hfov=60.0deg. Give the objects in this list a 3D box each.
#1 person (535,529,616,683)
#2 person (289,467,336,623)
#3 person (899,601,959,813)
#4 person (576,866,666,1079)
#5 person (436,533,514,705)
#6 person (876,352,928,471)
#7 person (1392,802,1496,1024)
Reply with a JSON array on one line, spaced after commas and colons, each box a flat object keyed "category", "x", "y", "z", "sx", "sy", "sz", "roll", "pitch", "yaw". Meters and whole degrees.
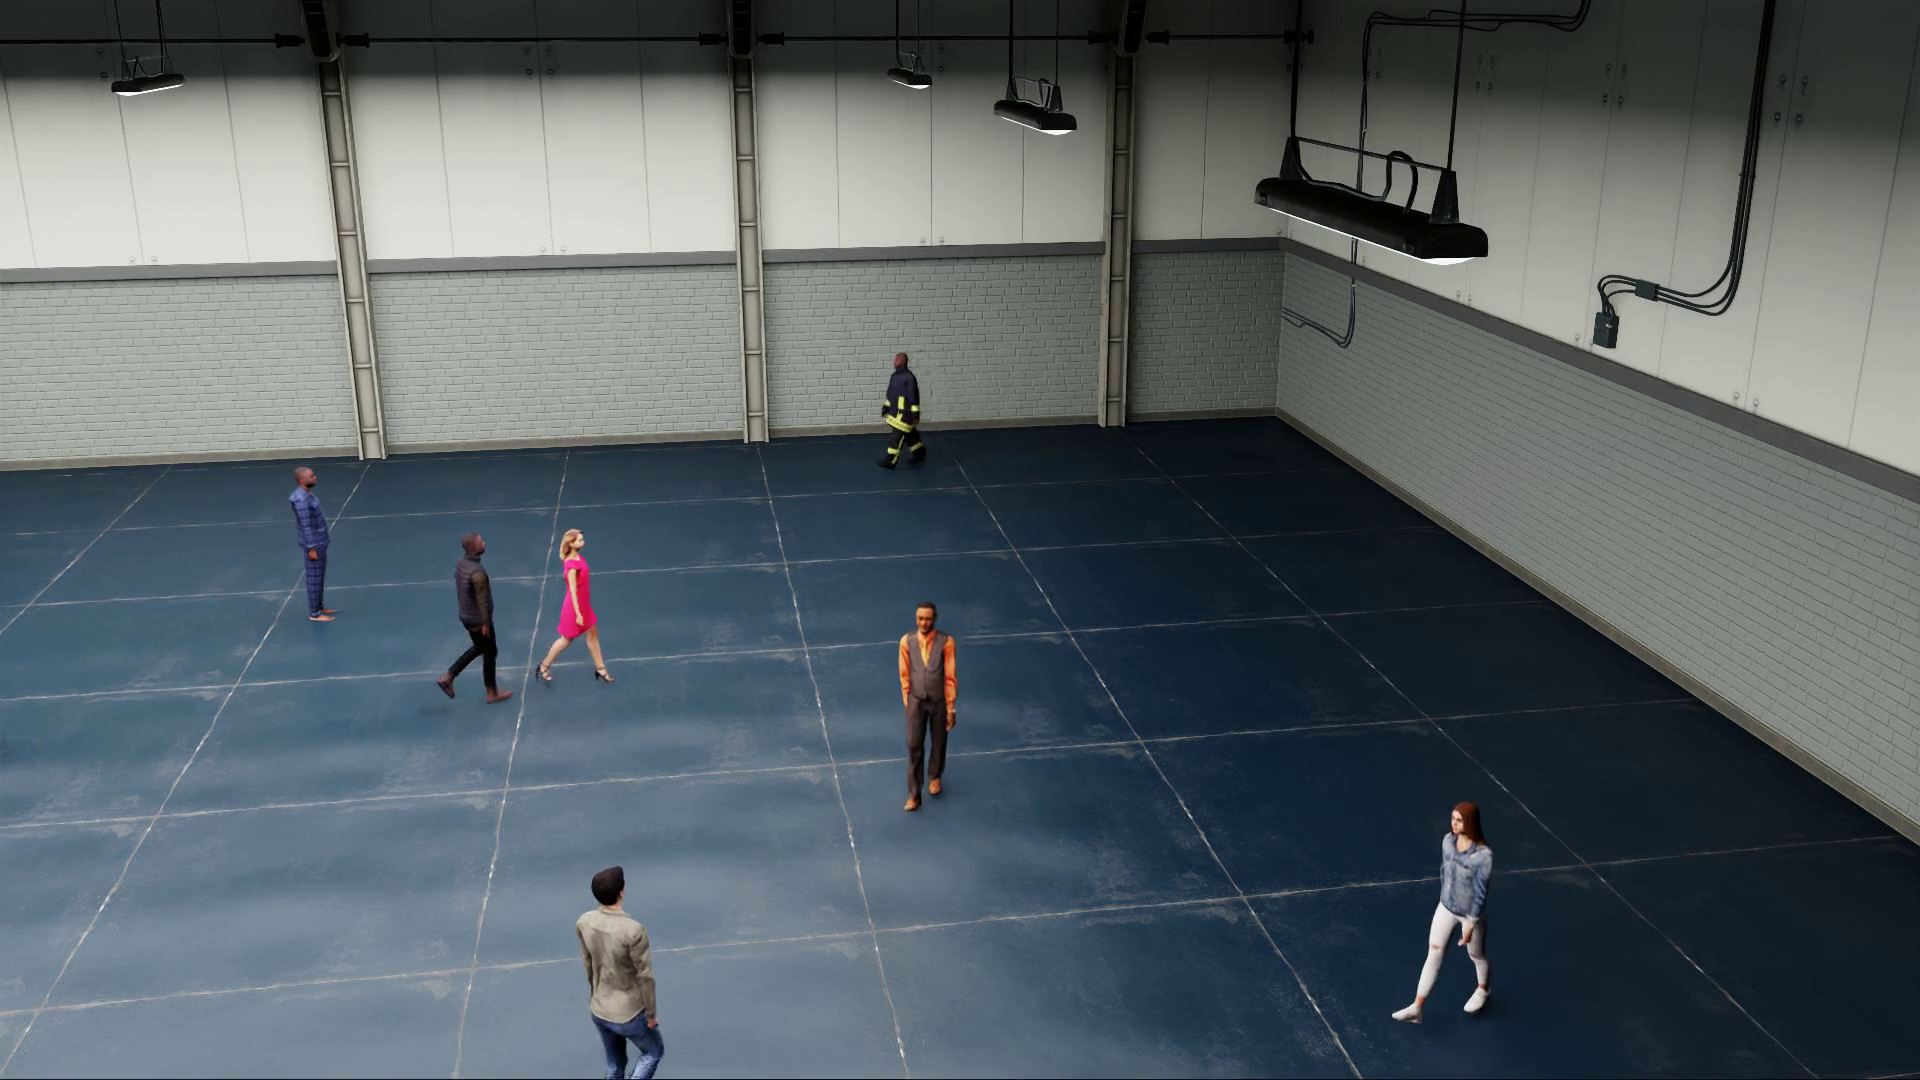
[{"category": "person", "x": -4.074, "y": 0.724, "z": 17.251, "sx": 1.079, "sy": 1.687, "sz": 0.700, "roll": 0, "pitch": 18, "yaw": 0}, {"category": "person", "x": -7.467, "y": 0.026, "z": 19.170, "sx": 0.634, "sy": 1.824, "sz": 0.697, "roll": -5, "pitch": 19, "yaw": -16}, {"category": "person", "x": -0.247, "y": 1.414, "z": 14.824, "sx": 1.090, "sy": 1.877, "sz": 0.971, "roll": 2, "pitch": 18, "yaw": 7}, {"category": "person", "x": -2.146, "y": 2.912, "z": 10.251, "sx": 0.807, "sy": 1.860, "sz": 0.900, "roll": 9, "pitch": 20, "yaw": 25}, {"category": "person", "x": -4.944, "y": 0.814, "z": 16.751, "sx": 1.096, "sy": 1.824, "sz": 0.943, "roll": -12, "pitch": 22, "yaw": -32}, {"category": "person", "x": -0.778, "y": -1.979, "z": 25.395, "sx": 1.250, "sy": 1.783, "sz": 0.987, "roll": -9, "pitch": 20, "yaw": -26}, {"category": "person", "x": 3.561, "y": 2.595, "z": 11.561, "sx": 1.187, "sy": 1.652, "sz": 0.948, "roll": -13, "pitch": 22, "yaw": -35}]
